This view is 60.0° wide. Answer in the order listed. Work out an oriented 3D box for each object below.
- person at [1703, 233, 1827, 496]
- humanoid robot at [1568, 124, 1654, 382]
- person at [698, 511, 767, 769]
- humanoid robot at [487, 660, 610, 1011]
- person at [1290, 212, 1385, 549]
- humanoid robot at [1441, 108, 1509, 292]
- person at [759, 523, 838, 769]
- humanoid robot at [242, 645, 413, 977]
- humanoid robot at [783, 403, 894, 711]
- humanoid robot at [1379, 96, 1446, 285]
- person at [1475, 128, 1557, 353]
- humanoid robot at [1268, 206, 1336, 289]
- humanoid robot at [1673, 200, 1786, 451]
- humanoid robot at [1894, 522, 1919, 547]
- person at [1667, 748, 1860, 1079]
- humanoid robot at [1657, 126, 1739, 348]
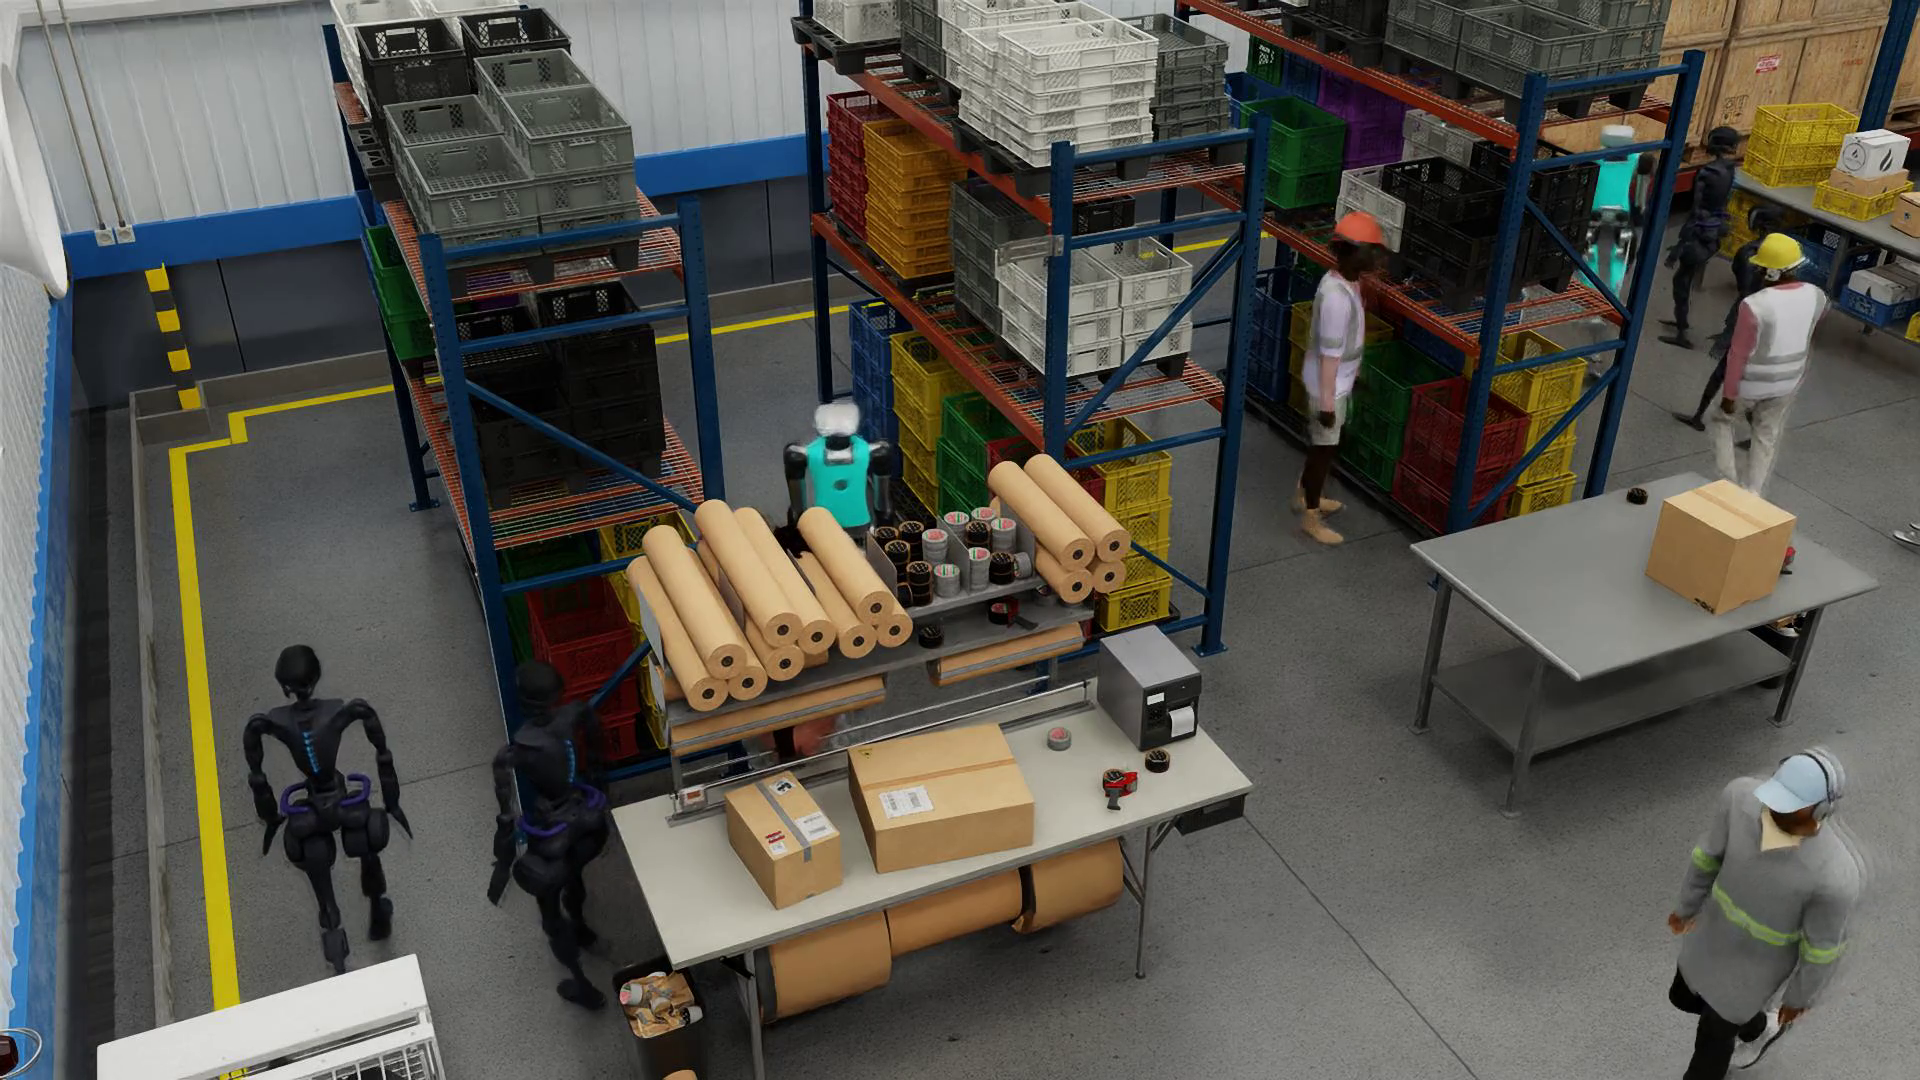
[{"bbox_3d":[4.857,-0.990,10.111,0.604,1.803,0.444,-6,32,-10],"label":"person"},{"bbox_3d":[4.597,-1.957,11.795,0.572,1.797,0.940,4,32,6],"label":"humanoid robot"},{"bbox_3d":[-0.900,0.639,7.463,0.644,1.812,0.462,15,35,23],"label":"person"},{"bbox_3d":[-1.696,1.181,6.722,0.538,1.648,0.603,18,36,27],"label":"humanoid robot"},{"bbox_3d":[2.203,-0.928,9.822,0.411,2.009,0.660,11,33,17],"label":"person"},{"bbox_3d":[3.824,-2.496,12.603,0.565,1.734,0.853,-3,32,-5],"label":"humanoid robot"},{"bbox_3d":[-0.676,0.776,7.092,0.370,1.965,0.606,4,32,6],"label":"person"},{"bbox_3d":[-2.573,1.171,6.789,0.599,1.650,0.763,-8,33,-13],"label":"humanoid robot"},{"bbox_3d":[-0.619,-0.030,8.655,0.542,1.782,0.903,-3,32,-5],"label":"humanoid robot"},{"bbox_3d":[3.429,-2.651,12.746,0.533,1.677,0.735,6,32,10],"label":"humanoid robot"},{"bbox_3d":[3.898,-2.078,11.807,0.591,1.879,0.401,-3,32,-5],"label":"person"},{"bbox_3d":[2.655,-2.428,12.587,0.606,1.641,0.415,4,32,6],"label":"humanoid robot"},{"bbox_3d":[5.196,-1.405,10.949,0.681,1.637,0.634,26,40,36],"label":"humanoid robot"},{"bbox_3d":[5.932,-0.705,9.630,0.533,1.709,0.702,-28,41,-37],"label":"humanoid robot"},{"bbox_3d":[2.906,1.470,6.089,0.680,1.835,0.596,-10,33,-15],"label":"person"},{"bbox_3d":[5.418,-2.228,12.248,0.608,1.652,0.360,-27,41,-36],"label":"humanoid robot"}]
